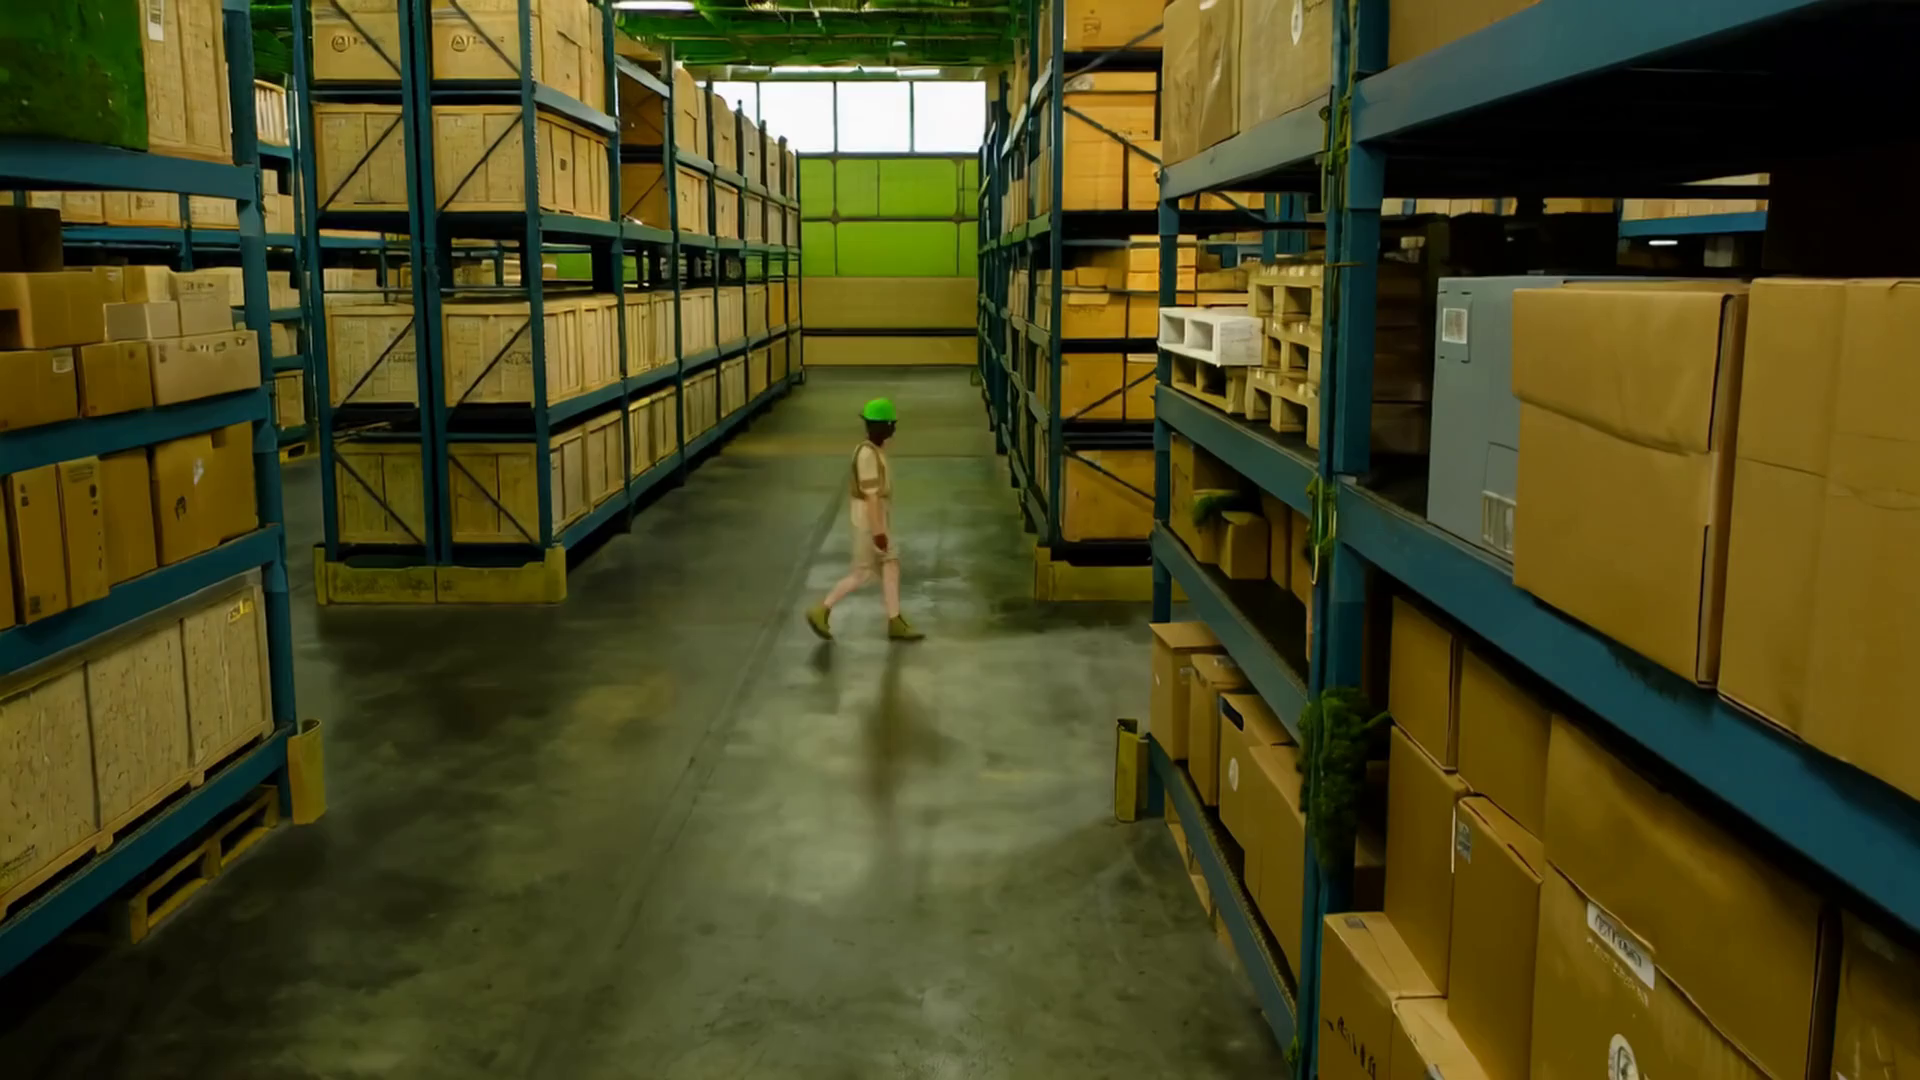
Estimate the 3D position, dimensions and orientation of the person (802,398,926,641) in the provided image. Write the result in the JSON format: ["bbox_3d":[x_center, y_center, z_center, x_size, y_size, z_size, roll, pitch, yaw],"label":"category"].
[{"bbox_3d":[-0.792,-0.149,13.456,0.929,2.014,0.613,1,9,8],"label":"person"}]
